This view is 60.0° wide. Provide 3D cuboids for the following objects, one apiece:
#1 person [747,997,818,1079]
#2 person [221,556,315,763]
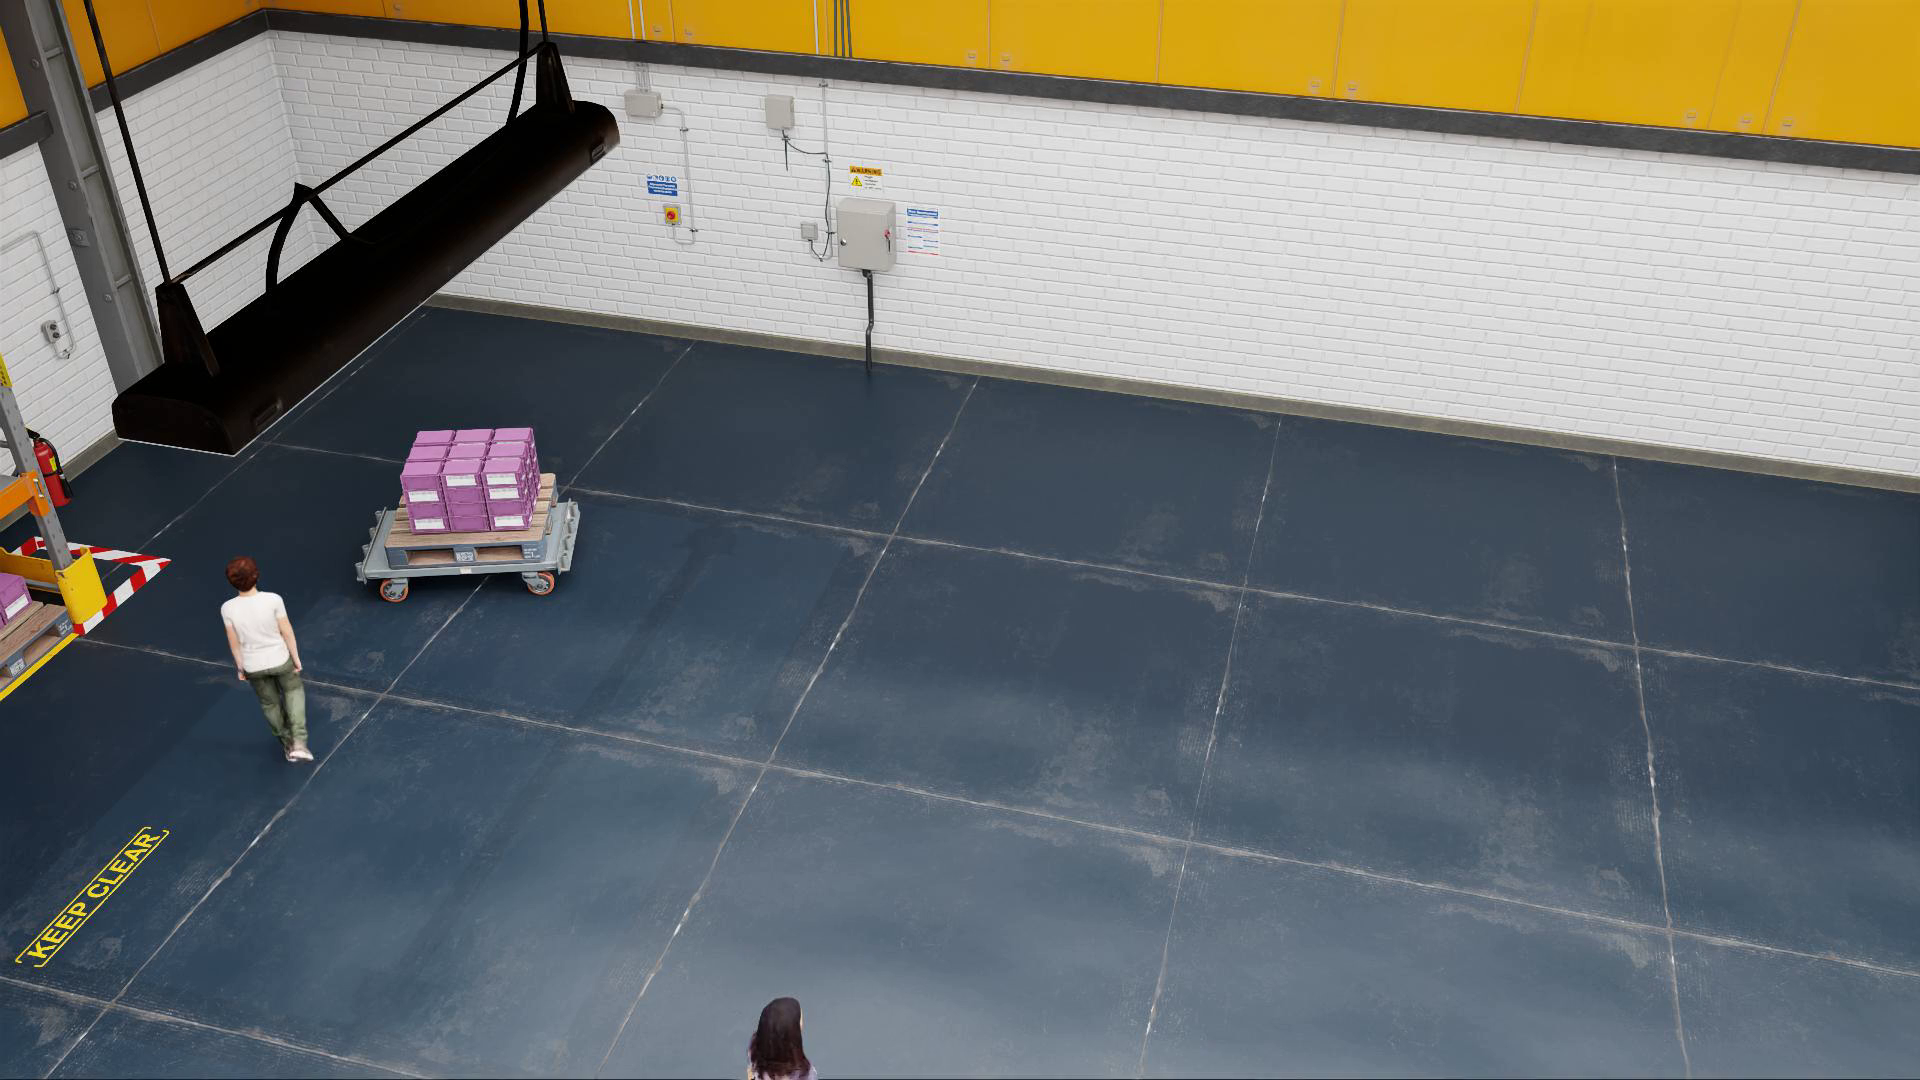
[{"bbox_3d":[-0.879,2.889,8.056,0.796,1.718,0.985,23,40,31],"label":"person"},{"bbox_3d":[-4.644,0.874,11.156,0.817,1.643,0.904,-13,36,-19],"label":"person"}]
